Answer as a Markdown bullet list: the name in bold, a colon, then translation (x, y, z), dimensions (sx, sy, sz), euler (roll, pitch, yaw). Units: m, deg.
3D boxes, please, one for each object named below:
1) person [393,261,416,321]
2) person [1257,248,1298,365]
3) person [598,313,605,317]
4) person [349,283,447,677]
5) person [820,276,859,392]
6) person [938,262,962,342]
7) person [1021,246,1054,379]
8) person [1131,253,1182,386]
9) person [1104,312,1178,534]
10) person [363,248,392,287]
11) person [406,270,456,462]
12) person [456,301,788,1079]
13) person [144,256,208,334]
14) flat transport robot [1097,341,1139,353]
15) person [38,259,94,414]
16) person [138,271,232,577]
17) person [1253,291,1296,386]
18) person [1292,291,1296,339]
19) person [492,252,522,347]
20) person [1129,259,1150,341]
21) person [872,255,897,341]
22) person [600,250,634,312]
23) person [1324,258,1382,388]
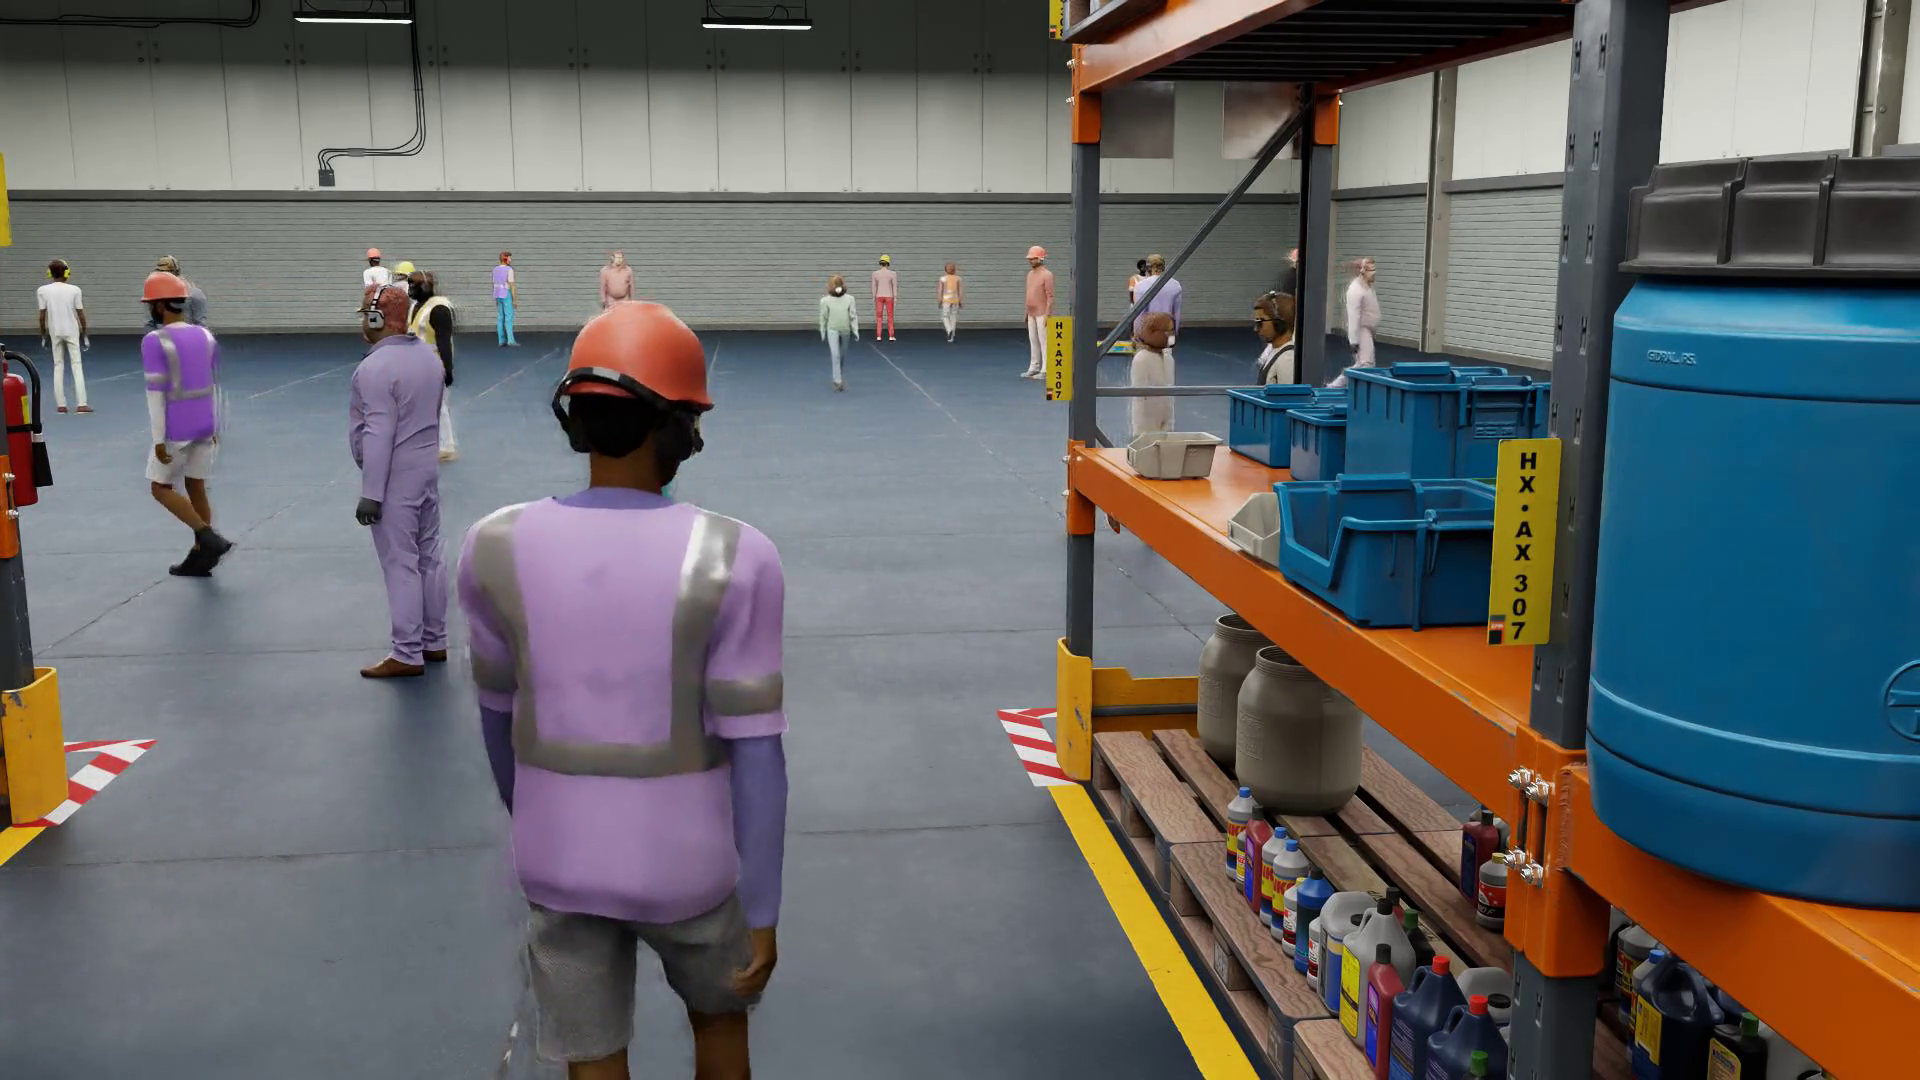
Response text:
- **person**: translation (-7.785, -3.009, 23.370), dimensions (0.600, 1.799, 0.910), euler (6, 12, 31)
- **person**: translation (5.270, -3.686, 26.624), dimensions (0.978, 1.964, 0.636), euler (5, 11, 24)
- **person**: translation (-1.875, -0.385, 9.179), dimensions (0.921, 1.719, 0.528), euler (5, 11, 24)
- **person**: translation (-2.756, -0.287, 8.110), dimensions (0.407, 1.910, 0.639), euler (2, 10, 9)
- **person**: translation (-1.696, -2.879, 23.198), dimensions (0.503, 1.589, 0.862), euler (-4, 11, -22)
- **person**: translation (-0.183, -4.799, 33.624), dimensions (0.518, 1.627, 0.480), euler (-3, 11, -17)
- **person**: translation (1.160, -3.413, 25.007), dimensions (0.396, 1.992, 0.623), euler (-6, 12, -32)
- **person**: translation (2.331, -2.437, 19.827), dimensions (0.627, 1.934, 0.372), euler (-4, 11, -22)
- **person**: translation (1.301, -0.773, 11.546), dimensions (0.479, 1.618, 0.522), euler (8, 13, 36)
- **person**: translation (-10.112, -4.092, 28.888), dimensions (0.376, 1.939, 0.547), euler (7, 12, 33)
- **person**: translation (-5.091, -1.605, 15.585), dimensions (0.771, 1.813, 0.647), euler (-8, 13, -37)
- **person**: translation (-0.595, 0.577, 3.090), dimensions (0.604, 2.016, 0.627), euler (1, 10, 4)
- **person**: translation (-8.098, -1.963, 17.220), dimensions (0.629, 1.937, 0.376), euler (0, 10, -2)
- **flat transport robot**: translation (2.738, -3.497, 30.197), dimensions (1.431, 0.197, 0.652), euler (0, 10, 1)
- **person**: translation (-10.813, -2.453, 20.092), dimensions (0.533, 1.868, 0.310), euler (-2, 11, -13)
- **person**: translation (-4.789, -0.694, 10.314), dimensions (0.526, 1.924, 0.558), euler (4, 11, 21)
- **person**: translation (1.736, -0.438, 9.129), dimensions (0.346, 1.840, 0.505), euler (1, 10, 8)
- **person**: translation (3.909, -2.157, 19.126), dimensions (0.531, 1.621, 0.423), euler (3, 11, 14)
- **person**: translation (-8.864, -4.679, 32.377), dimensions (0.563, 1.839, 0.394), euler (7, 13, 35)
- **person**: translation (3.551, -4.632, 32.514), dimensions (0.535, 1.696, 0.318), euler (-4, 11, -20)
- **person**: translation (-1.541, -4.955, 34.091), dimensions (0.528, 1.767, 0.329), euler (2, 10, 9)
- **person**: translation (-6.524, -4.582, 31.712), dimensions (0.666, 1.888, 0.425), euler (-4, 11, -21)
- **person**: translation (4.835, -2.473, 20.165), dimensions (0.743, 1.882, 0.655), euler (4, 11, 21)
